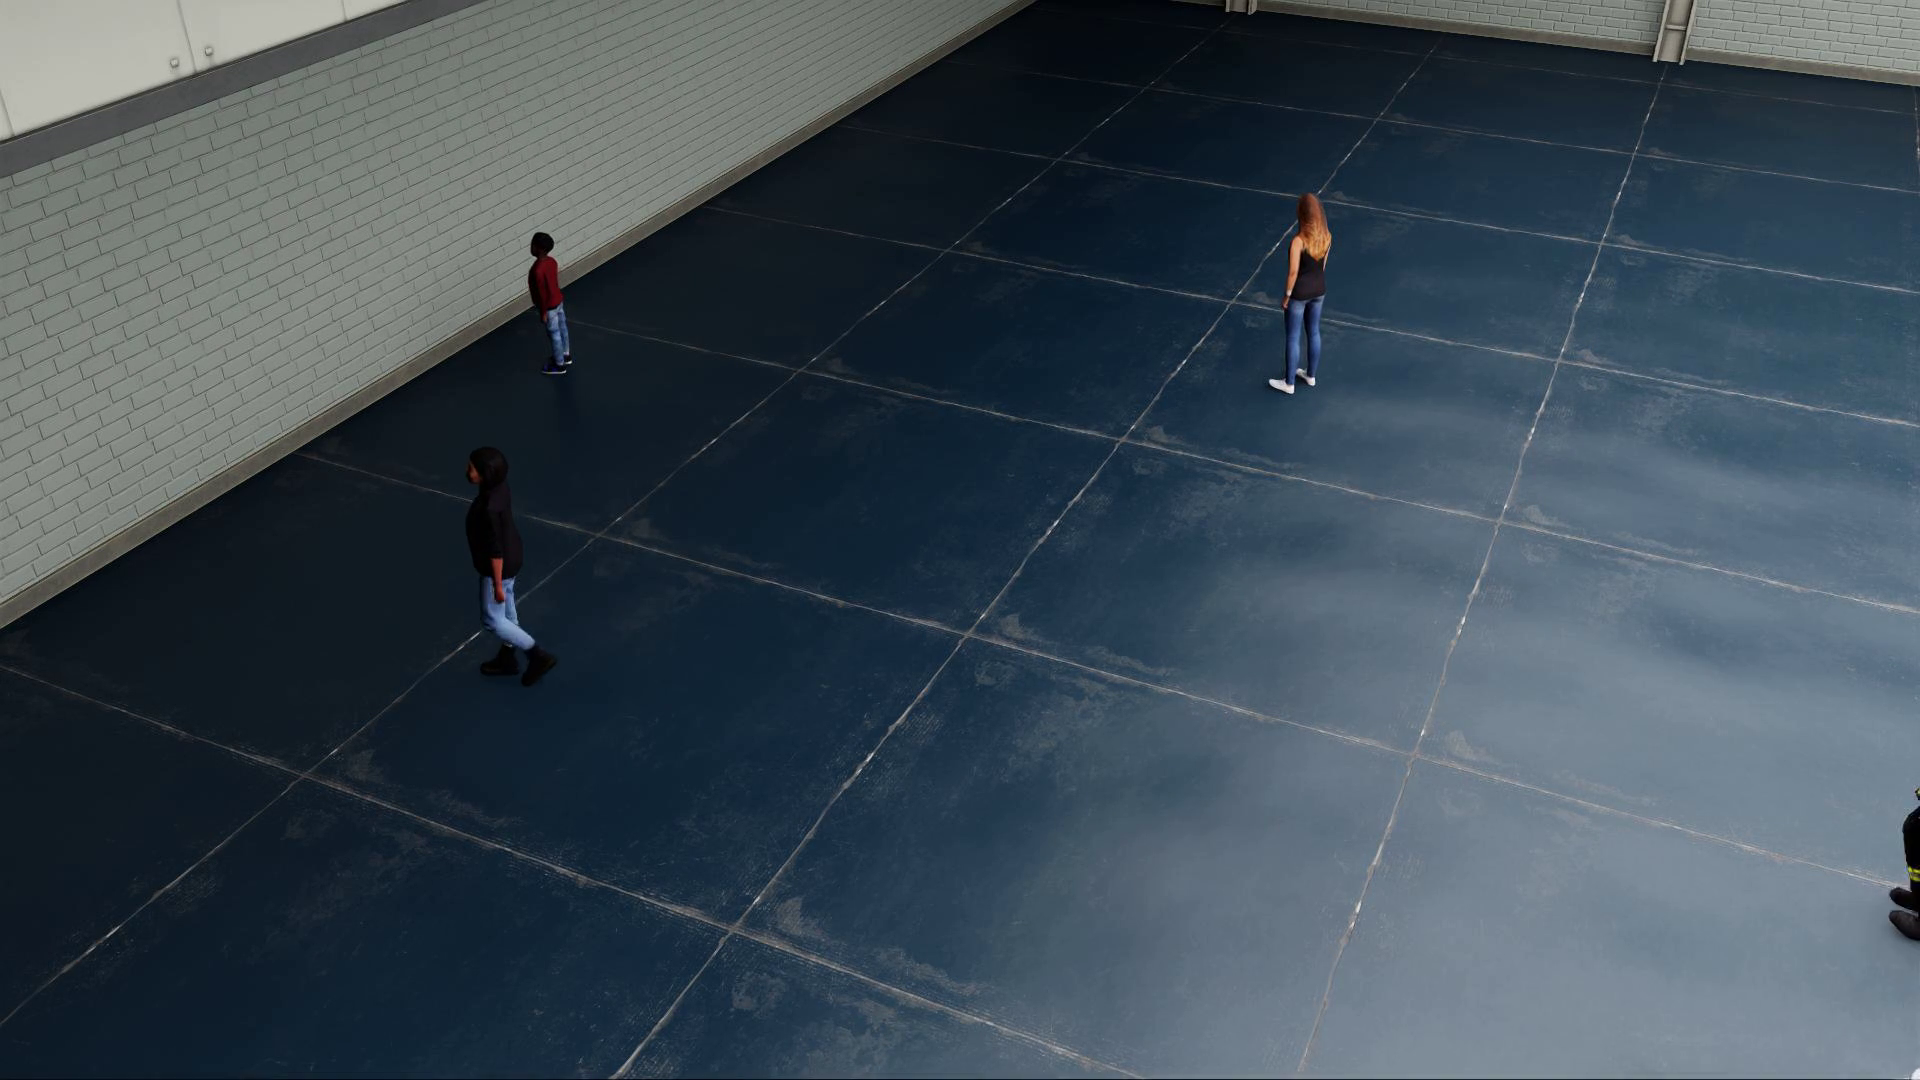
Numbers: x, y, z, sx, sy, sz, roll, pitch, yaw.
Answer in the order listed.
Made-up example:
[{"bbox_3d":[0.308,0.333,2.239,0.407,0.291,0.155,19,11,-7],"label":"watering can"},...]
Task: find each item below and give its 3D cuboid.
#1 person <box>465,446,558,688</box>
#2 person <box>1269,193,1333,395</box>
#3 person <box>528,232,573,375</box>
[{"bbox_3d":[-2.800,0.171,10.356,0.871,1.694,0.763,-1,32,-1],"label":"person"},{"bbox_3d":[2.878,-2.049,13.850,0.683,1.722,0.703,-19,37,-27],"label":"person"},{"bbox_3d":[-3.517,-2.045,14.280,0.551,1.255,0.553,5,33,8],"label":"person"}]
